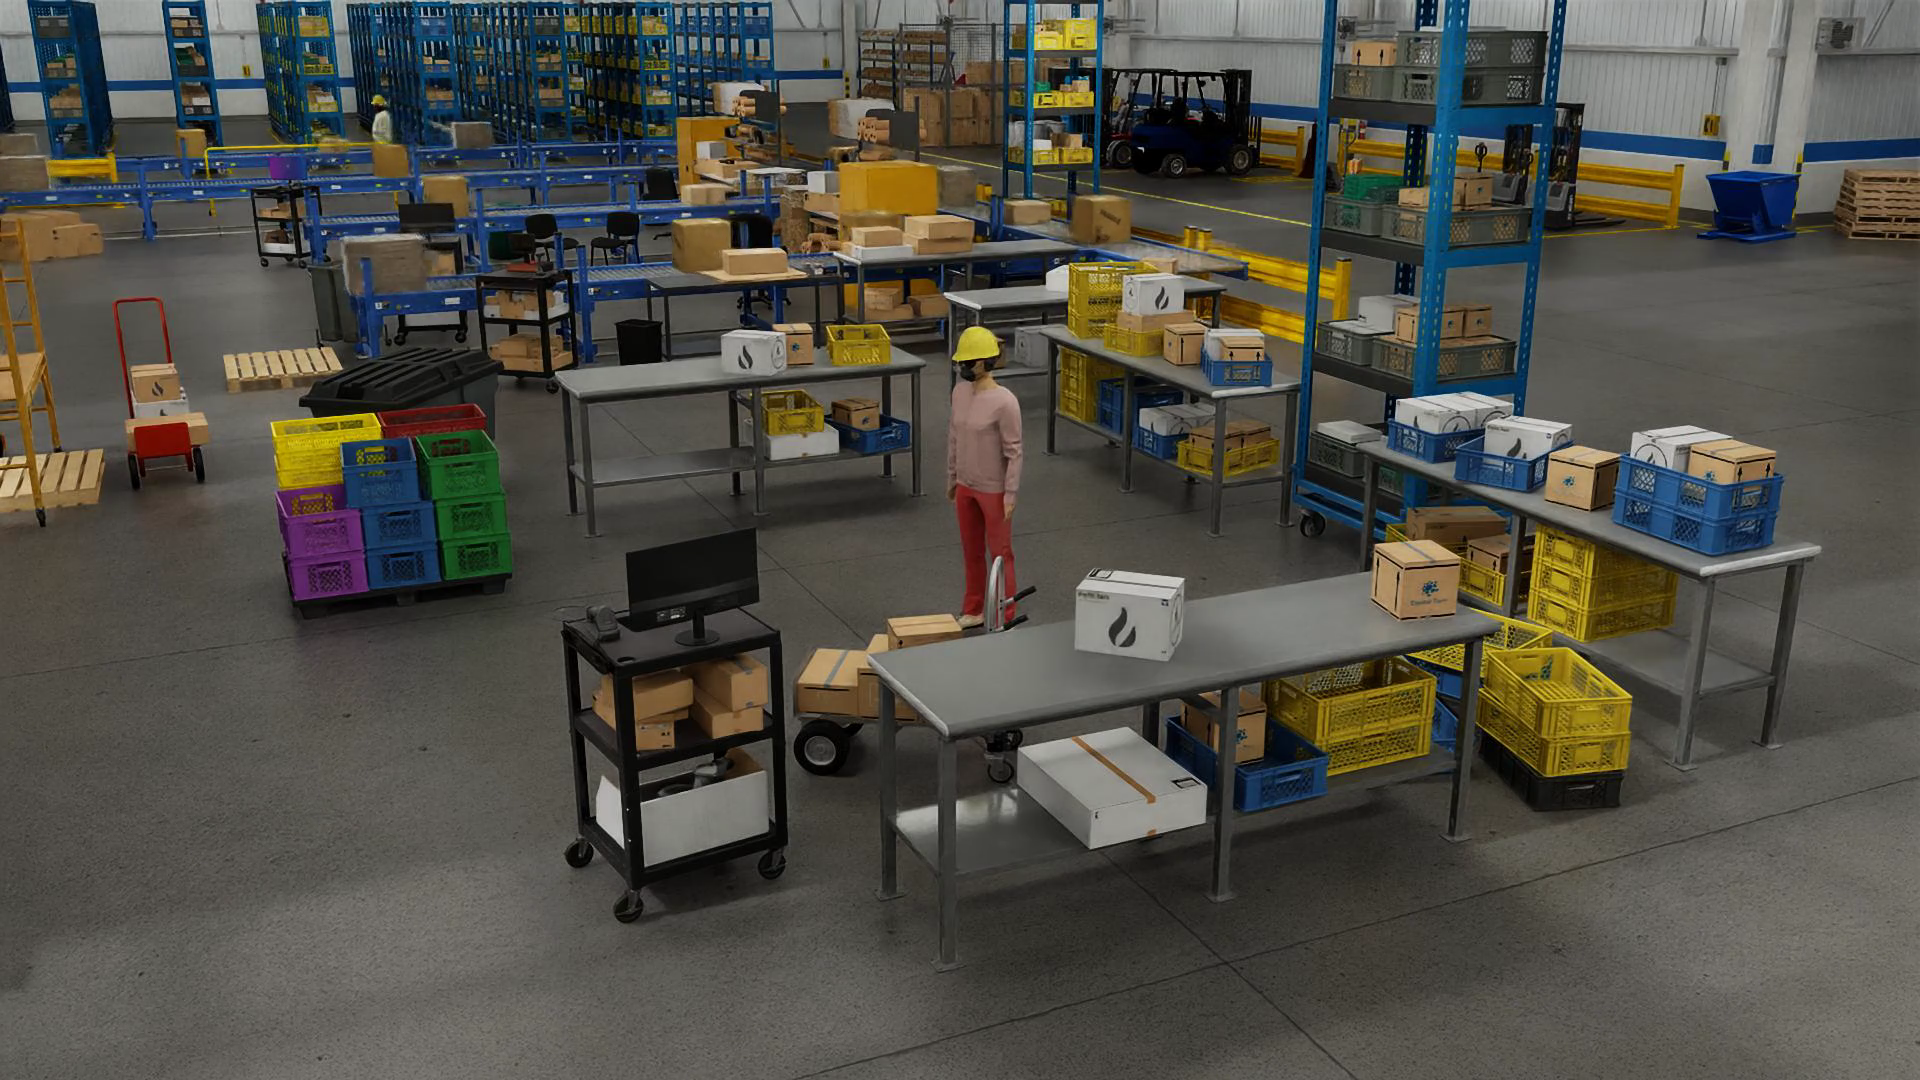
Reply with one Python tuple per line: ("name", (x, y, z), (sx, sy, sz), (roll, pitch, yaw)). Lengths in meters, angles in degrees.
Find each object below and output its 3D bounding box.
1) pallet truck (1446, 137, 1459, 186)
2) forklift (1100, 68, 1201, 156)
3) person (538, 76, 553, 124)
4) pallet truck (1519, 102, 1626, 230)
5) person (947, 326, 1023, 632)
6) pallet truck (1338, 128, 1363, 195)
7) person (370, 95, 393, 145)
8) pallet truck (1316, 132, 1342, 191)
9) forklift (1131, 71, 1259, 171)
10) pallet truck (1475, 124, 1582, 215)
("pallet truck", (9.184, -6.485, 29.328), (1.630, 1.274, 0.653), (-8, 19, -23))
("forklift", (4.082, -9.564, 37.410), (2.680, 1.987, 1.157), (-8, 19, -23))
("person", (-10.990, -11.488, 44.201), (0.390, 1.848, 0.563), (-10, 20, -30))
("pallet truck", (9.972, -6.037, 26.785), (1.885, 1.965, 0.823), (-9, 20, -25))
("person", (0.108, -0.285, 9.044), (0.328, 1.767, 0.532), (-15, 23, -39))
("pallet truck", (7.845, -7.140, 31.411), (1.522, 1.261, 0.704), (-9, 20, -25))
("person", (-11.468, -7.989, 33.267), (0.869, 1.799, 0.589), (-8, 19, -24))
("pallet truck", (7.723, -7.504, 32.656), (1.601, 1.201, 0.680), (-8, 19, -23))
("forklift", (4.998, -8.936, 35.413), (2.680, 1.987, 1.157), (-9, 20, -25))
("pallet truck", (9.707, -6.455, 28.103), (1.885, 1.965, 0.823), (-7, 19, -20))
